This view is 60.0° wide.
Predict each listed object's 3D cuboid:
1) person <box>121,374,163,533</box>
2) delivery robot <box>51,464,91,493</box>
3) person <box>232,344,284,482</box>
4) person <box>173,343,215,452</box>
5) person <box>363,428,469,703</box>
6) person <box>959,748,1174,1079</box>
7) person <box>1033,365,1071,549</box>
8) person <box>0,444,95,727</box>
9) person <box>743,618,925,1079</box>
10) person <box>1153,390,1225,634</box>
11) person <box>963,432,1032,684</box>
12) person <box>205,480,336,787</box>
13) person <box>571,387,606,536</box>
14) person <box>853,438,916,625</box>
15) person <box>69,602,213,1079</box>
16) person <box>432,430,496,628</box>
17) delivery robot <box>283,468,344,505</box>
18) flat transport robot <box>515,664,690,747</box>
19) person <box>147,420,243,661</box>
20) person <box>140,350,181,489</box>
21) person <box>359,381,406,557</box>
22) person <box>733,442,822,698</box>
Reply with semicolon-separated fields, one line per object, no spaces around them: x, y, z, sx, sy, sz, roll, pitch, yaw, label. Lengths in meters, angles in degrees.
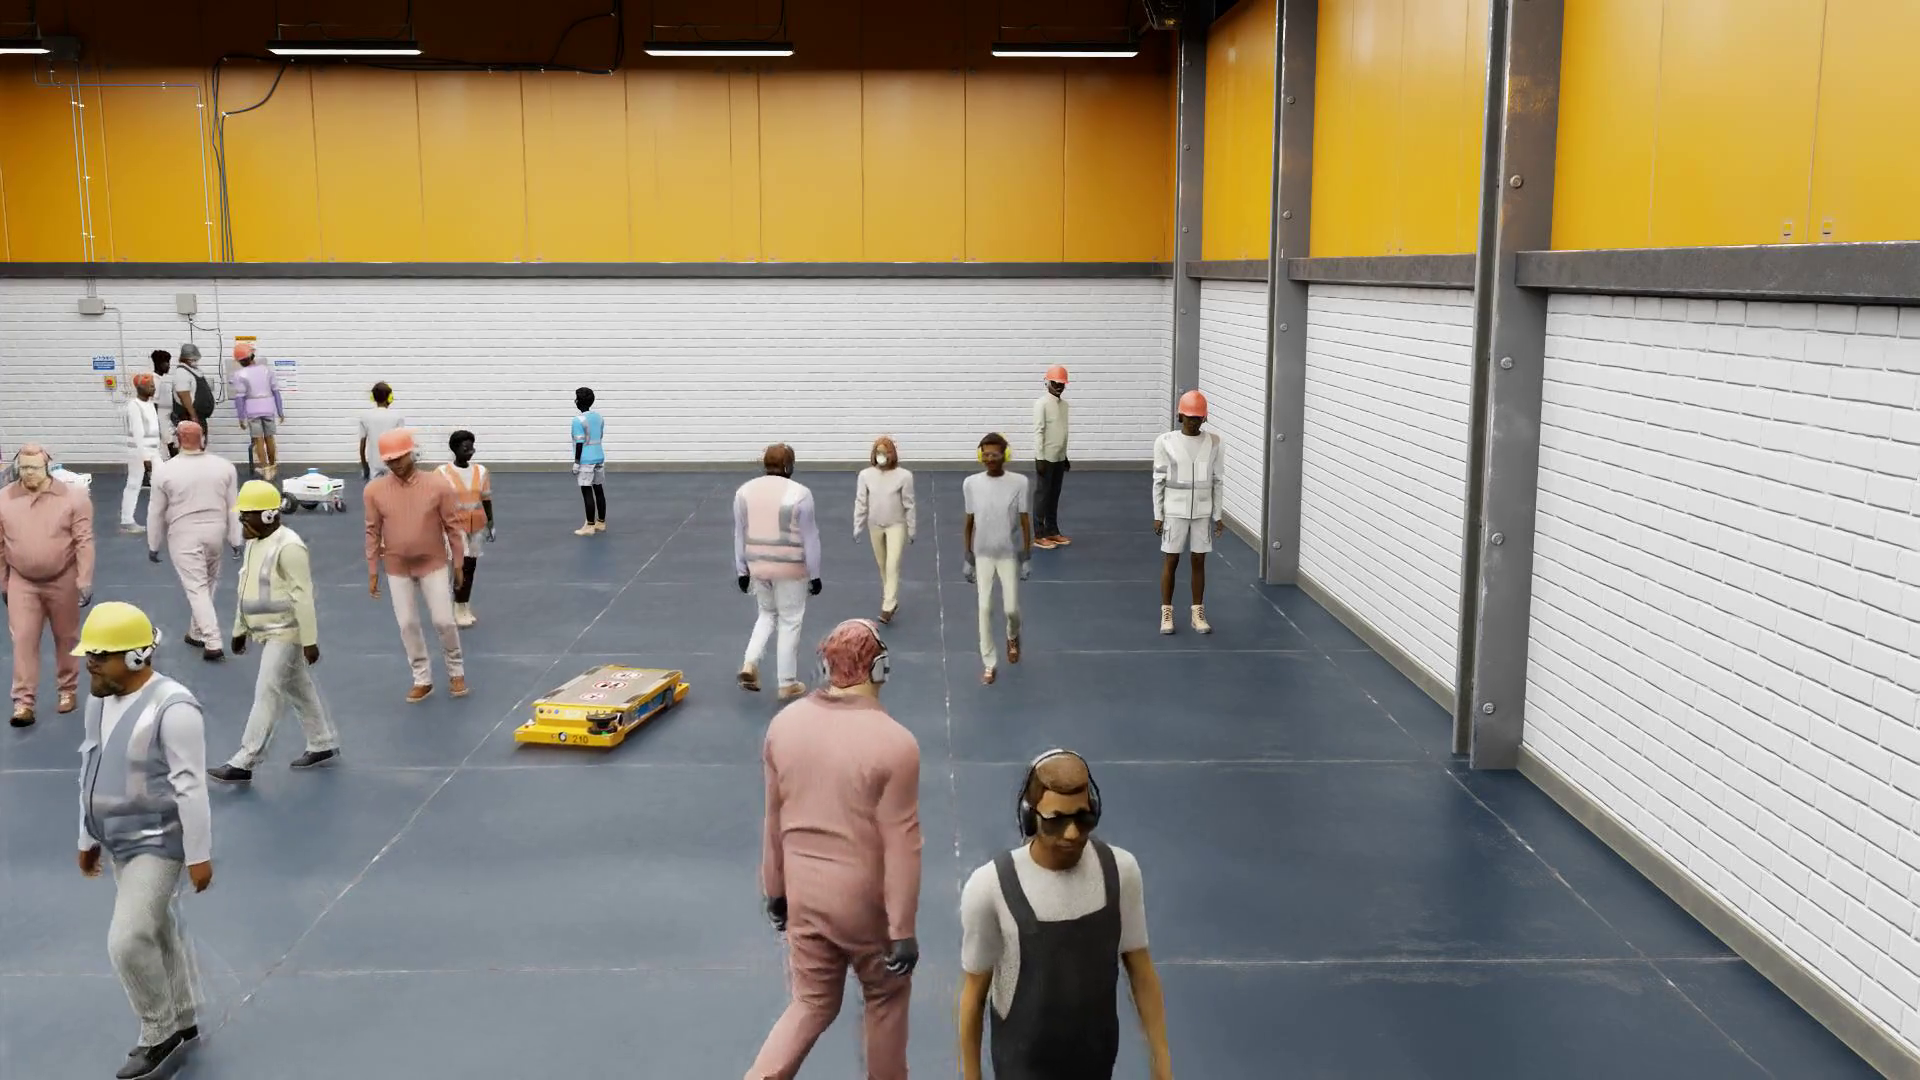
-9.243;-0.981;19.065;0.980;1.830;0.595;0;9;-2;person
-11.420;-0.717;21.080;0.707;0.478;0.477;-3;10;-16;delivery robot
-10.081;-1.827;23.874;0.718;1.966;0.695;9;13;43;person
-10.960;-1.857;23.810;0.545;2.000;0.704;-2;9;-10;person
-3.791;0.186;11.559;0.641;1.957;0.516;-1;9;-9;person
0.308;1.431;4.365;0.543;1.795;0.942;-5;10;-26;person
1.020;-0.913;18.175;0.392;1.991;0.613;6;11;34;person
-6.119;0.304;11.091;0.645;1.862;0.953;-3;10;-18;person
-0.440;1.209;5.574;0.685;1.866;0.817;6;11;32;person
1.905;-0.227;13.828;0.606;2.039;0.381;-1;9;-6;person
0.278;0.112;12.313;0.508;1.859;0.558;1;9;9;person
-4.136;0.545;9.828;0.883;1.791;0.617;-8;12;-40;person
-4.237;-0.893;18.949;0.321;1.696;0.530;3;10;20;person
-0.664;-0.078;14.266;0.518;1.588;0.854;3;10;19;person
-3.113;1.128;6.206;0.618;1.810;0.566;6;11;34;person
-4.170;-0.092;14.069;0.531;1.674;0.559;8;12;40;person
-8.031;-0.649;20.659;0.707;0.478;0.477;3;10;15;delivery robot
-2.370;1.087;11.168;0.652;0.197;1.431;2;9;11;flat transport robot
-5.988;-0.005;13.028;0.987;1.862;0.661;9;13;43;person
-10.954;-1.665;23.001;0.951;1.908;0.601;-6;11;-31;person
-6.134;-0.780;17.835;0.554;1.830;0.913;-1;9;-4;person
-1.282;0.226;11.704;0.623;1.823;0.469;5;11;28;person
